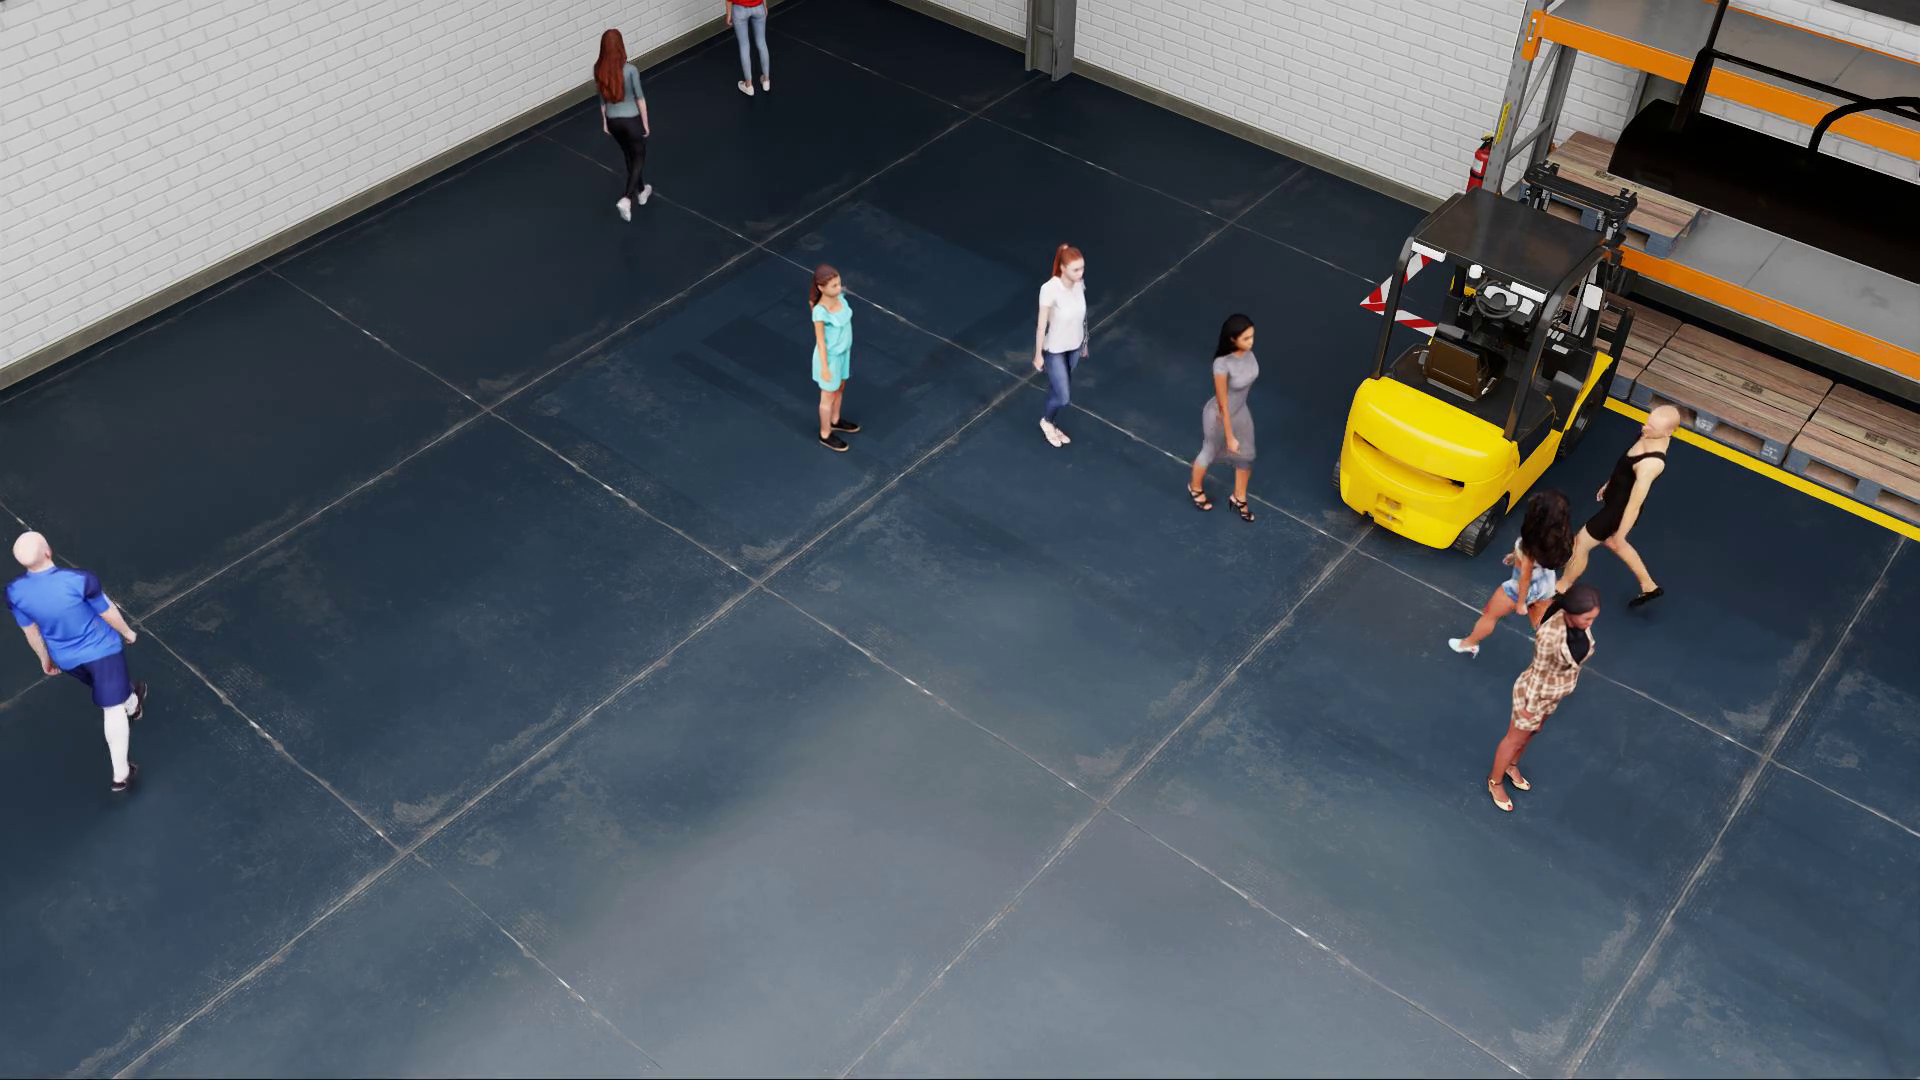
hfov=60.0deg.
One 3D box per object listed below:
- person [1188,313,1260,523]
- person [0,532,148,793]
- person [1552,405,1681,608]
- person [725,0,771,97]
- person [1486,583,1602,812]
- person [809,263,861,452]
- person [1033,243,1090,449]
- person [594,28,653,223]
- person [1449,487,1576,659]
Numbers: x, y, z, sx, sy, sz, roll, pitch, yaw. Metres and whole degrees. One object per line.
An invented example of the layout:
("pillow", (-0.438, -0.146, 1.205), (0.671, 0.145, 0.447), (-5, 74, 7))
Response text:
("person", (1.772, -0.872, 11.615), (0.782, 1.763, 0.608), (33, 53, 30))
("person", (-5.214, 0.724, 9.911), (1.181, 1.803, 1.265), (-5, 44, -5))
("person", (4.401, -0.179, 10.877), (1.130, 1.778, 0.824), (22, 48, 21))
("person", (-2.064, -5.153, 16.152), (0.681, 1.704, 0.642), (-19, 47, -19))
("person", (3.394, 0.896, 9.740), (0.607, 1.791, 0.580), (-31, 52, -29))
("person", (-0.945, -1.375, 12.292), (0.615, 1.558, 0.610), (16, 46, 16))
("person", (0.682, -1.453, 12.250), (0.612, 1.730, 0.591), (-33, 53, -30))
("person", (-2.934, -3.583, 14.489), (1.034, 1.725, 0.958), (7, 44, 7))
("person", (3.647, 0.338, 10.471), (1.014, 1.590, 0.590), (32, 52, 29))
